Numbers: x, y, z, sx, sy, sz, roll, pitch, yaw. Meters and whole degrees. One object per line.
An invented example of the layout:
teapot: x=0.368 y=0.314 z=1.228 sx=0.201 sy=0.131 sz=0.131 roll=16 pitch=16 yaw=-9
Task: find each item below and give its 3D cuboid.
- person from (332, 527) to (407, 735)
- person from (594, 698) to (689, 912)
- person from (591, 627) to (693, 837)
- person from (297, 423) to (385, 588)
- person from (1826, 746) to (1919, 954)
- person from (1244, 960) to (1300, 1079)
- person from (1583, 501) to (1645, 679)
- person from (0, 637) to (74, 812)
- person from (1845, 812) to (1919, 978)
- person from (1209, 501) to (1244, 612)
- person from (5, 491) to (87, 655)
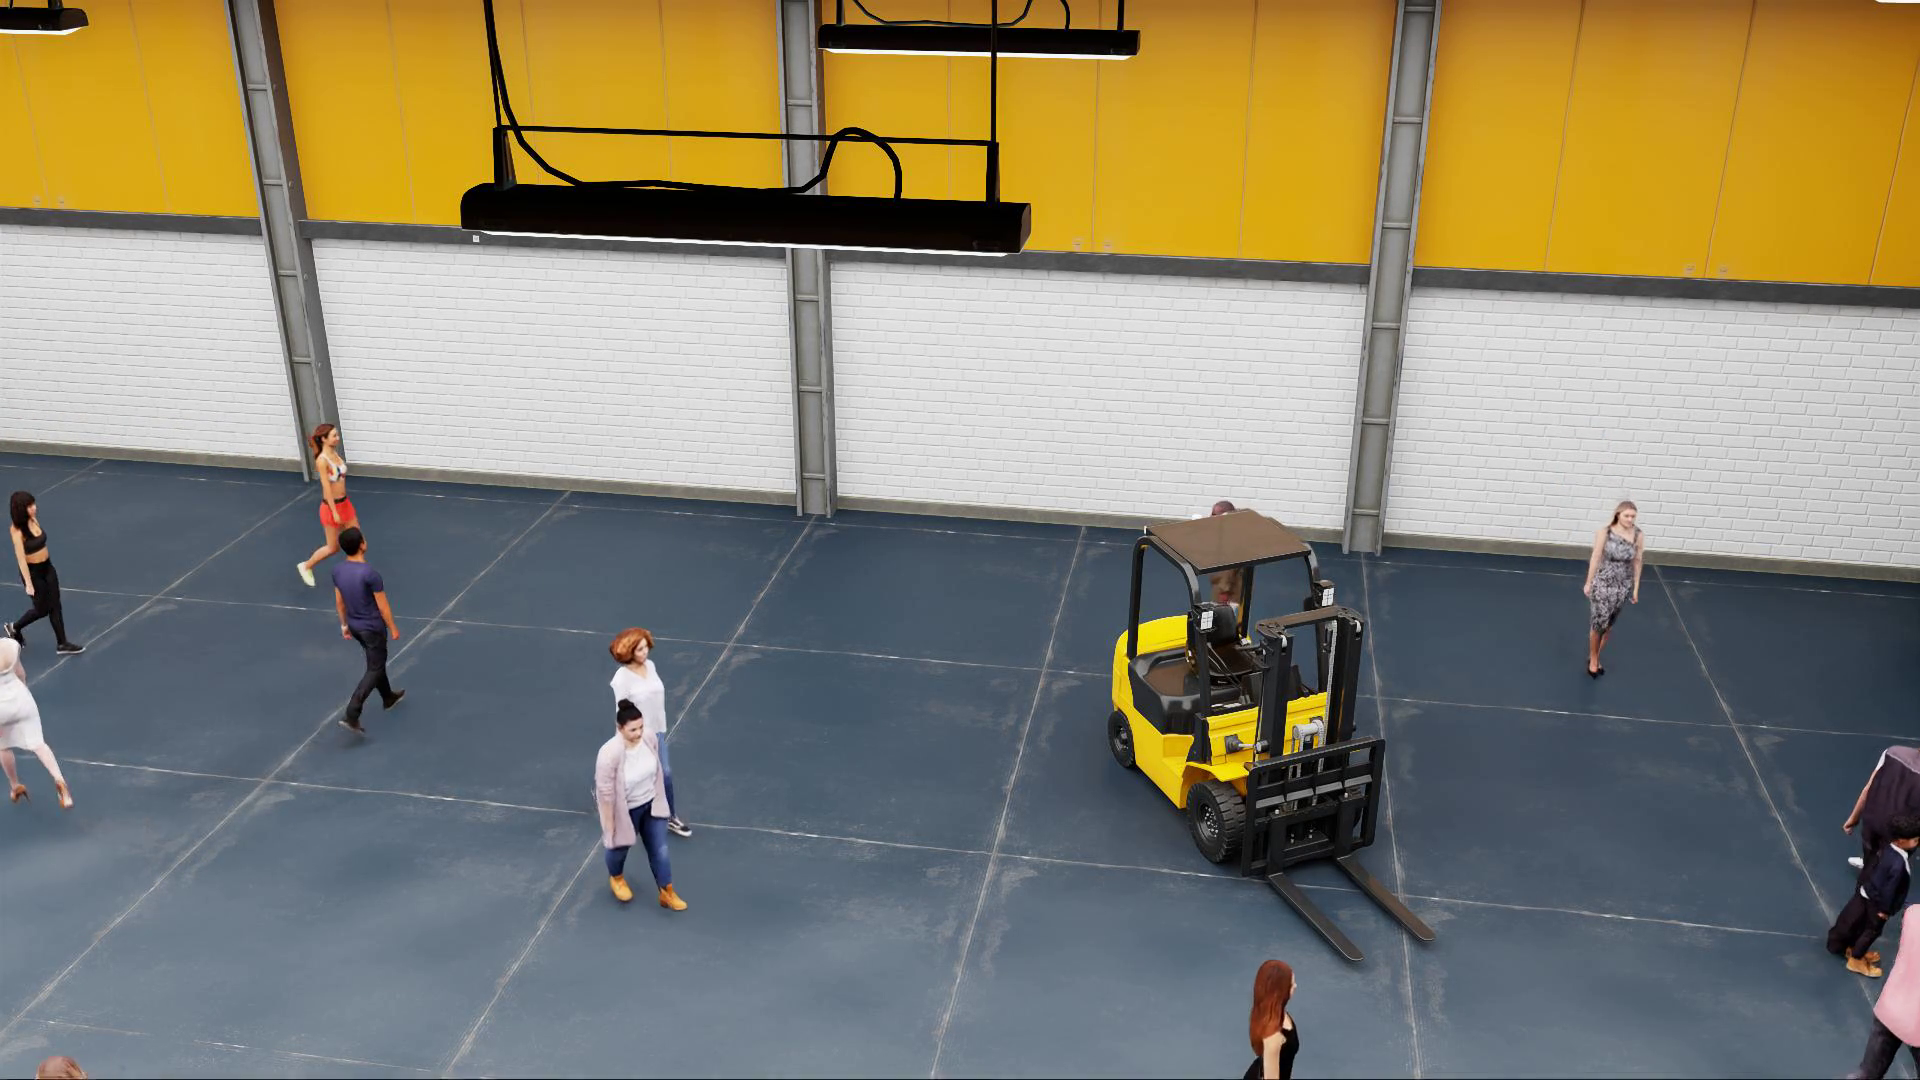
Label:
person: x=-5.054 y=0.785 z=14.033 sx=1.118 sy=1.763 sz=0.908 roll=11 pitch=26 yaw=23
person: x=-2.347 y=1.822 z=11.730 sx=0.993 sy=1.708 sz=1.086 roll=-21 pitch=31 yaw=-40
person: x=-2.511 y=1.437 z=12.641 sx=1.219 sy=1.682 sz=0.958 roll=16 pitch=28 yaw=33
person: x=-6.261 y=-0.287 z=16.483 sx=1.047 sy=1.765 sz=0.593 roll=3 pitch=24 yaw=6
person: x=6.170 y=2.020 z=11.158 sx=1.085 sy=1.803 sz=0.982 roll=-12 pitch=26 yaw=-26
person: x=1.580 y=3.005 z=9.025 sx=0.993 sy=1.707 sz=0.640 roll=2 pitch=24 yaw=4
person: x=5.855 y=0.393 z=15.024 sx=0.594 sy=1.688 sz=0.690 roll=1 pitch=24 yaw=3
person: x=-7.201 y=1.352 z=12.734 sx=1.152 sy=1.765 sz=0.874 roll=16 pitch=28 yaw=32
person: x=6.166 y=2.352 z=11.128 sx=0.542 sy=1.218 sz=0.546 roll=8 pitch=25 yaw=18
person: x=2.406 y=0.514 z=14.601 sx=0.844 sy=1.804 sz=0.790 roll=8 pitch=25 yaw=17
person: x=-8.534 y=0.321 z=15.259 sx=0.931 sy=1.631 sz=0.647 roll=0 pitch=24 yaw=0
